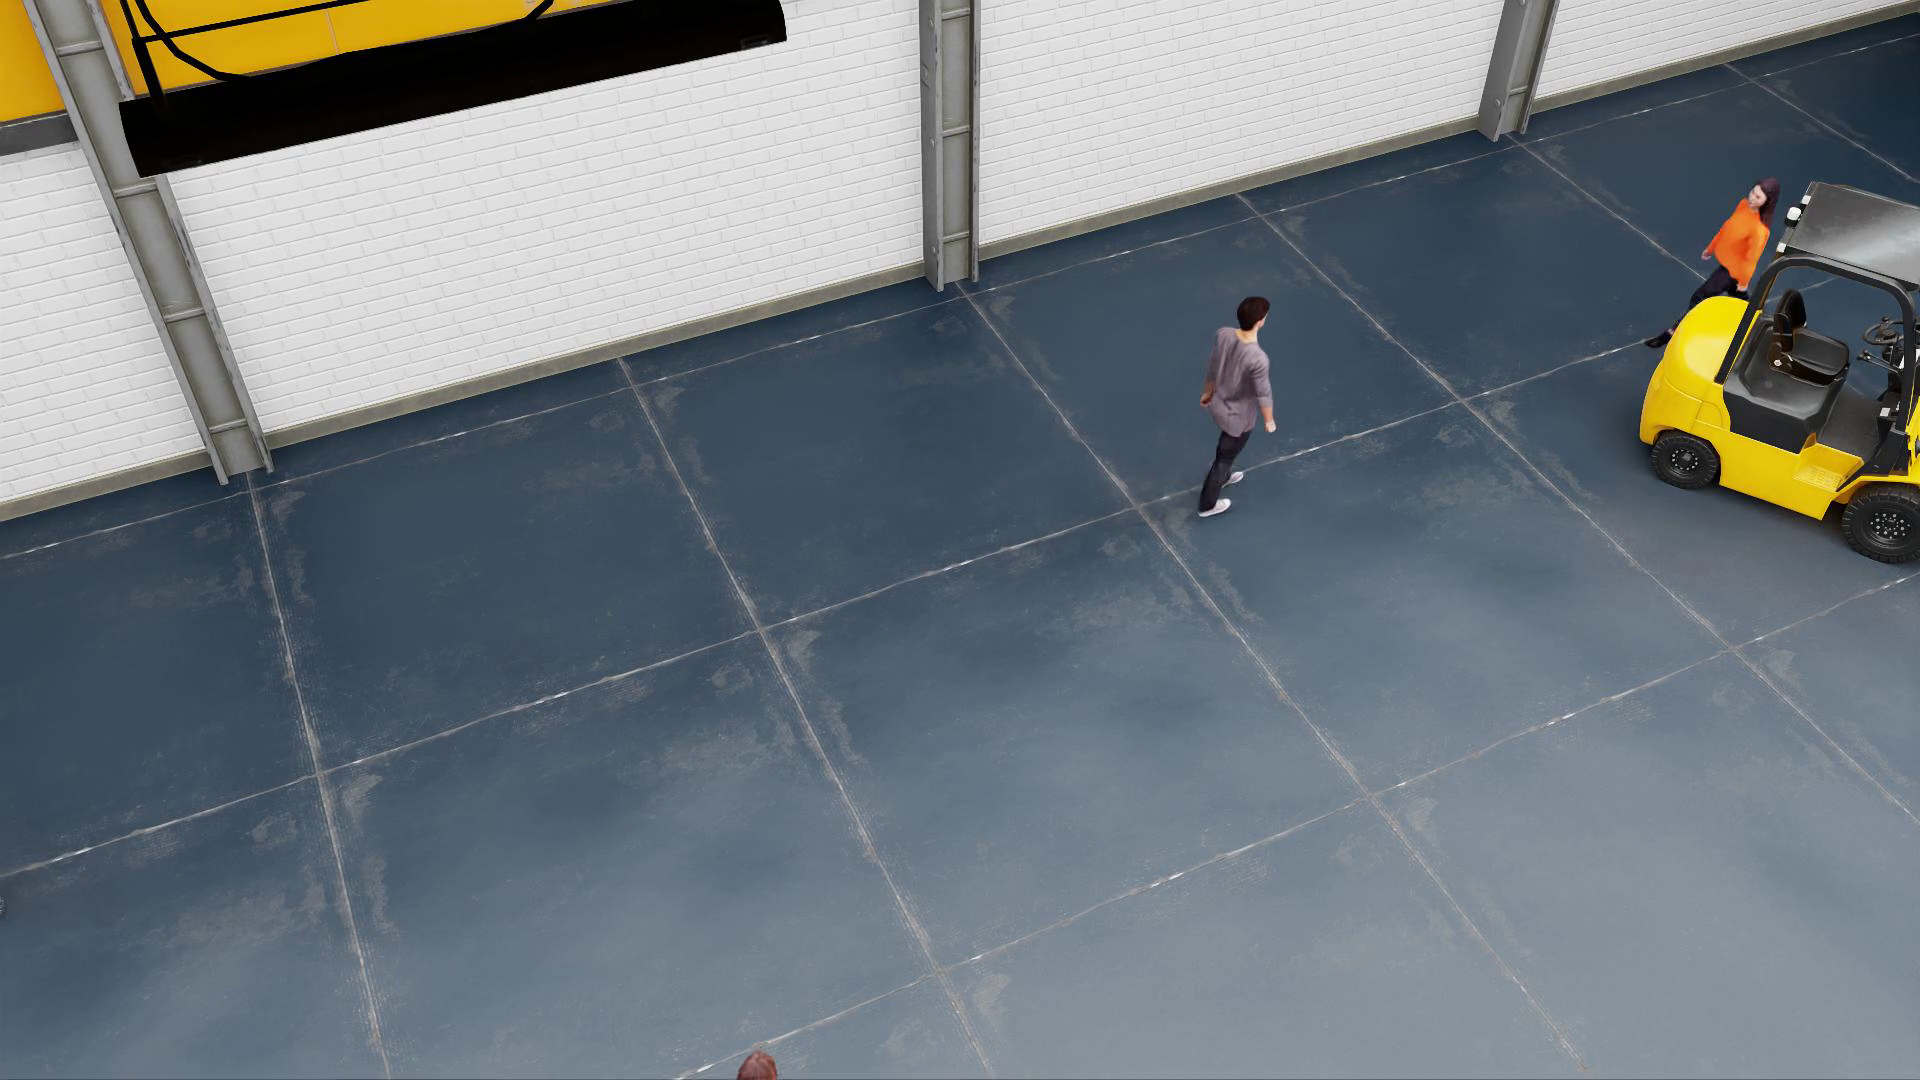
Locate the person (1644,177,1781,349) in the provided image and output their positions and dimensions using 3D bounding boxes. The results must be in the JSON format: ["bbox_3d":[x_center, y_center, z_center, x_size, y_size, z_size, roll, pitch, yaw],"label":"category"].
[{"bbox_3d":[6.250,-2.145,13.255,1.215,1.689,1.076,9,44,9],"label":"person"}]

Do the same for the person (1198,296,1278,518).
[{"bbox_3d":[1.875,-0.907,11.851,0.740,1.833,0.689,-18,47,-18],"label":"person"}]
